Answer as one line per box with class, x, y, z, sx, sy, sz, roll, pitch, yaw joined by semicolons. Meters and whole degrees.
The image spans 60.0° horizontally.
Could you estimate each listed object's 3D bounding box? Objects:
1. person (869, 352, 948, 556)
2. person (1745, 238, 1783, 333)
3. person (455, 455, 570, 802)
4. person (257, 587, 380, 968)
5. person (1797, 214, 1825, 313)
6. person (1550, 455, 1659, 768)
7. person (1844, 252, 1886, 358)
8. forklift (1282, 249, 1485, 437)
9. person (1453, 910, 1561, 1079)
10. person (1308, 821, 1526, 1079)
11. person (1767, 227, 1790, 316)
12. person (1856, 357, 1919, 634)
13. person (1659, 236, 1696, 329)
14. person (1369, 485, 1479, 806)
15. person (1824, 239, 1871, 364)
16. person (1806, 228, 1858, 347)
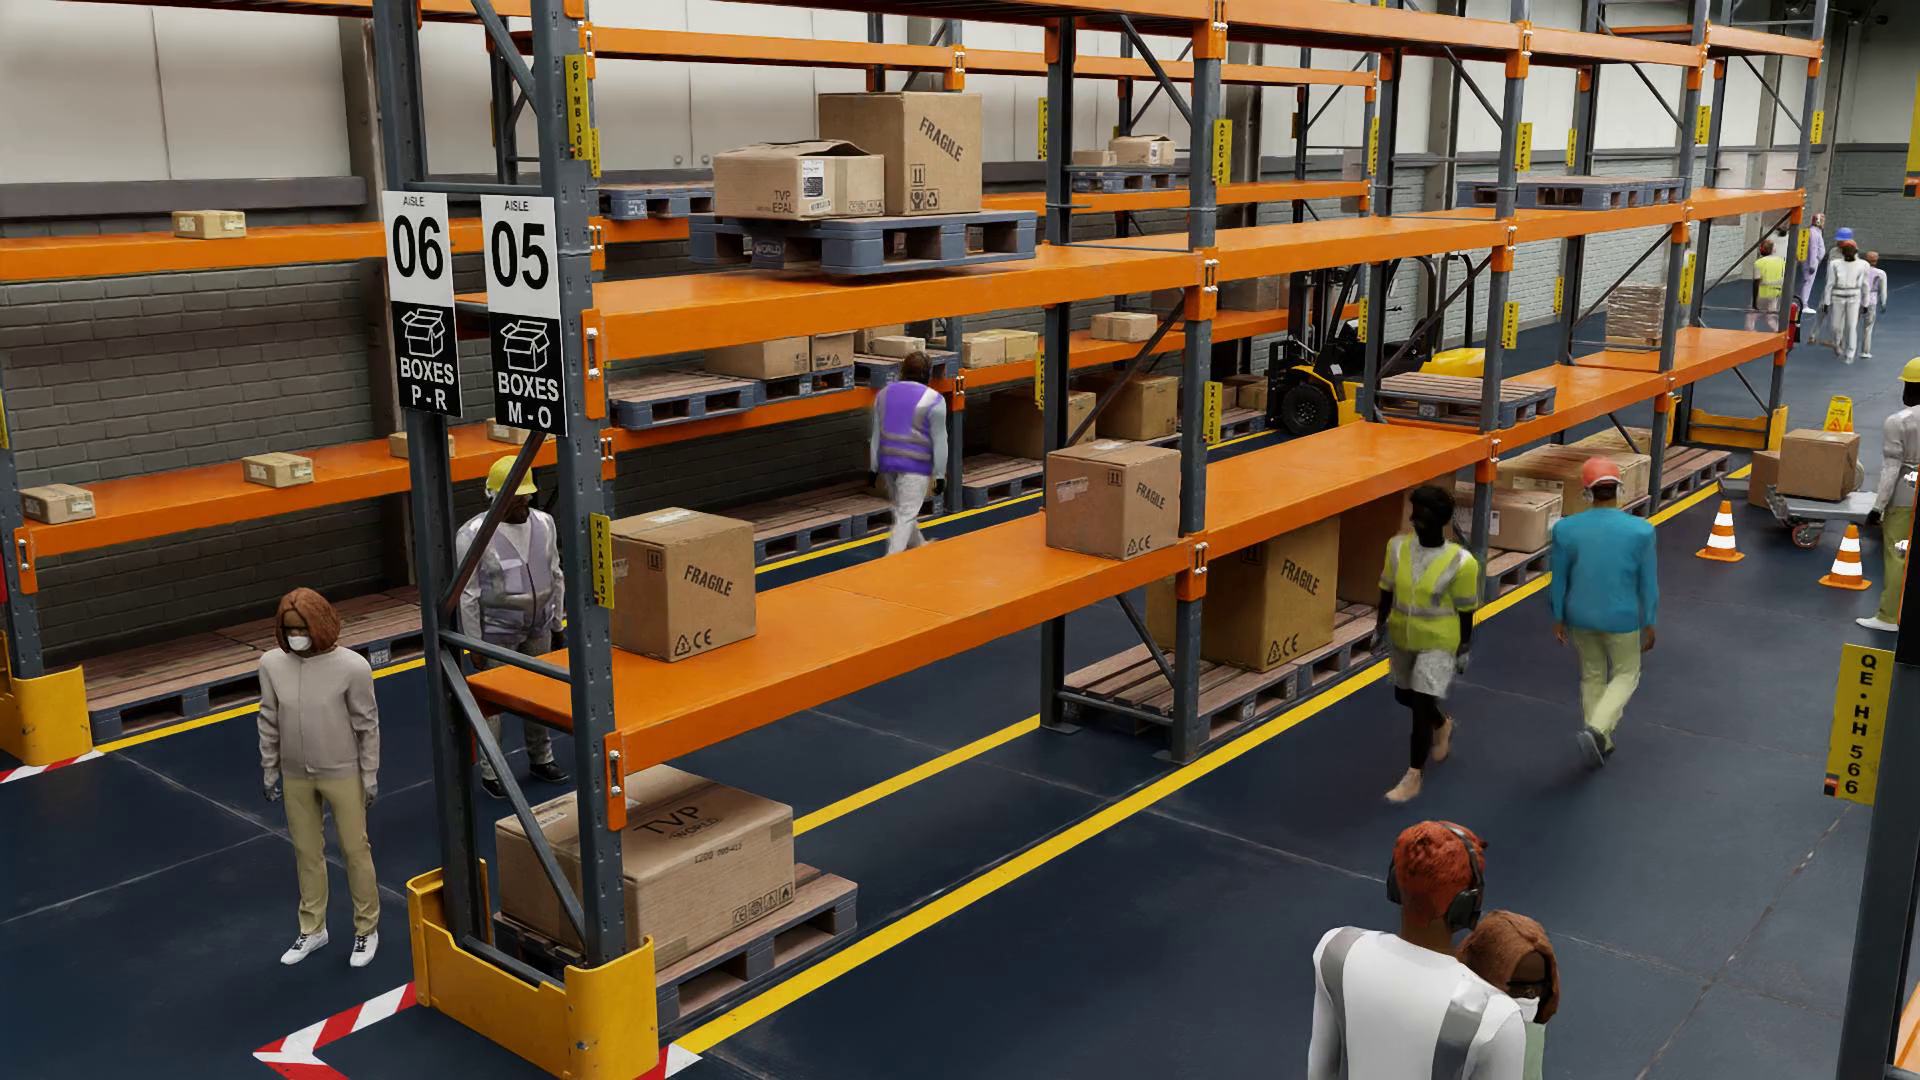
person;-0.354;-0.568;12.950;0.639;1.772;1.008;9;16;32
person;12.630;-3.798;26.018;0.557;1.811;0.812;-4;14;-15
person;-2.321;0.451;8.691;0.404;1.824;0.591;12;18;41
person;-2.653;0.983;6.908;0.507;1.632;0.279;1;14;6
person;16.427;-5.328;32.058;0.399;1.900;0.644;5;15;20
person;3.477;0.409;9.048;0.581;1.723;0.523;10;17;36
person;13.971;-3.626;25.683;0.548;1.630;0.317;12;18;40
forklift;4.886;-2.214;18.767;2.313;2.155;1.214;11;18;38
person;1.277;1.670;4.110;0.500;1.632;0.286;-13;19;-42
person;1.095;1.567;4.009;0.356;1.887;0.573;-12;18;-40
person;15.474;-5.119;31.376;0.507;1.811;0.853;2;14;8
person;6.567;-0.304;11.551;0.617;1.924;0.389;-4;14;-18
person;10.977;-3.706;25.392;0.648;1.922;0.529;-1;14;-2
person;2.480;0.509;8.757;0.754;1.669;0.541;-12;18;-41
person;13.434;-3.620;25.169;0.608;1.869;0.669;9;16;32
person;14.201;-4.099;27.007;0.471;1.922;0.626;-3;14;-12
